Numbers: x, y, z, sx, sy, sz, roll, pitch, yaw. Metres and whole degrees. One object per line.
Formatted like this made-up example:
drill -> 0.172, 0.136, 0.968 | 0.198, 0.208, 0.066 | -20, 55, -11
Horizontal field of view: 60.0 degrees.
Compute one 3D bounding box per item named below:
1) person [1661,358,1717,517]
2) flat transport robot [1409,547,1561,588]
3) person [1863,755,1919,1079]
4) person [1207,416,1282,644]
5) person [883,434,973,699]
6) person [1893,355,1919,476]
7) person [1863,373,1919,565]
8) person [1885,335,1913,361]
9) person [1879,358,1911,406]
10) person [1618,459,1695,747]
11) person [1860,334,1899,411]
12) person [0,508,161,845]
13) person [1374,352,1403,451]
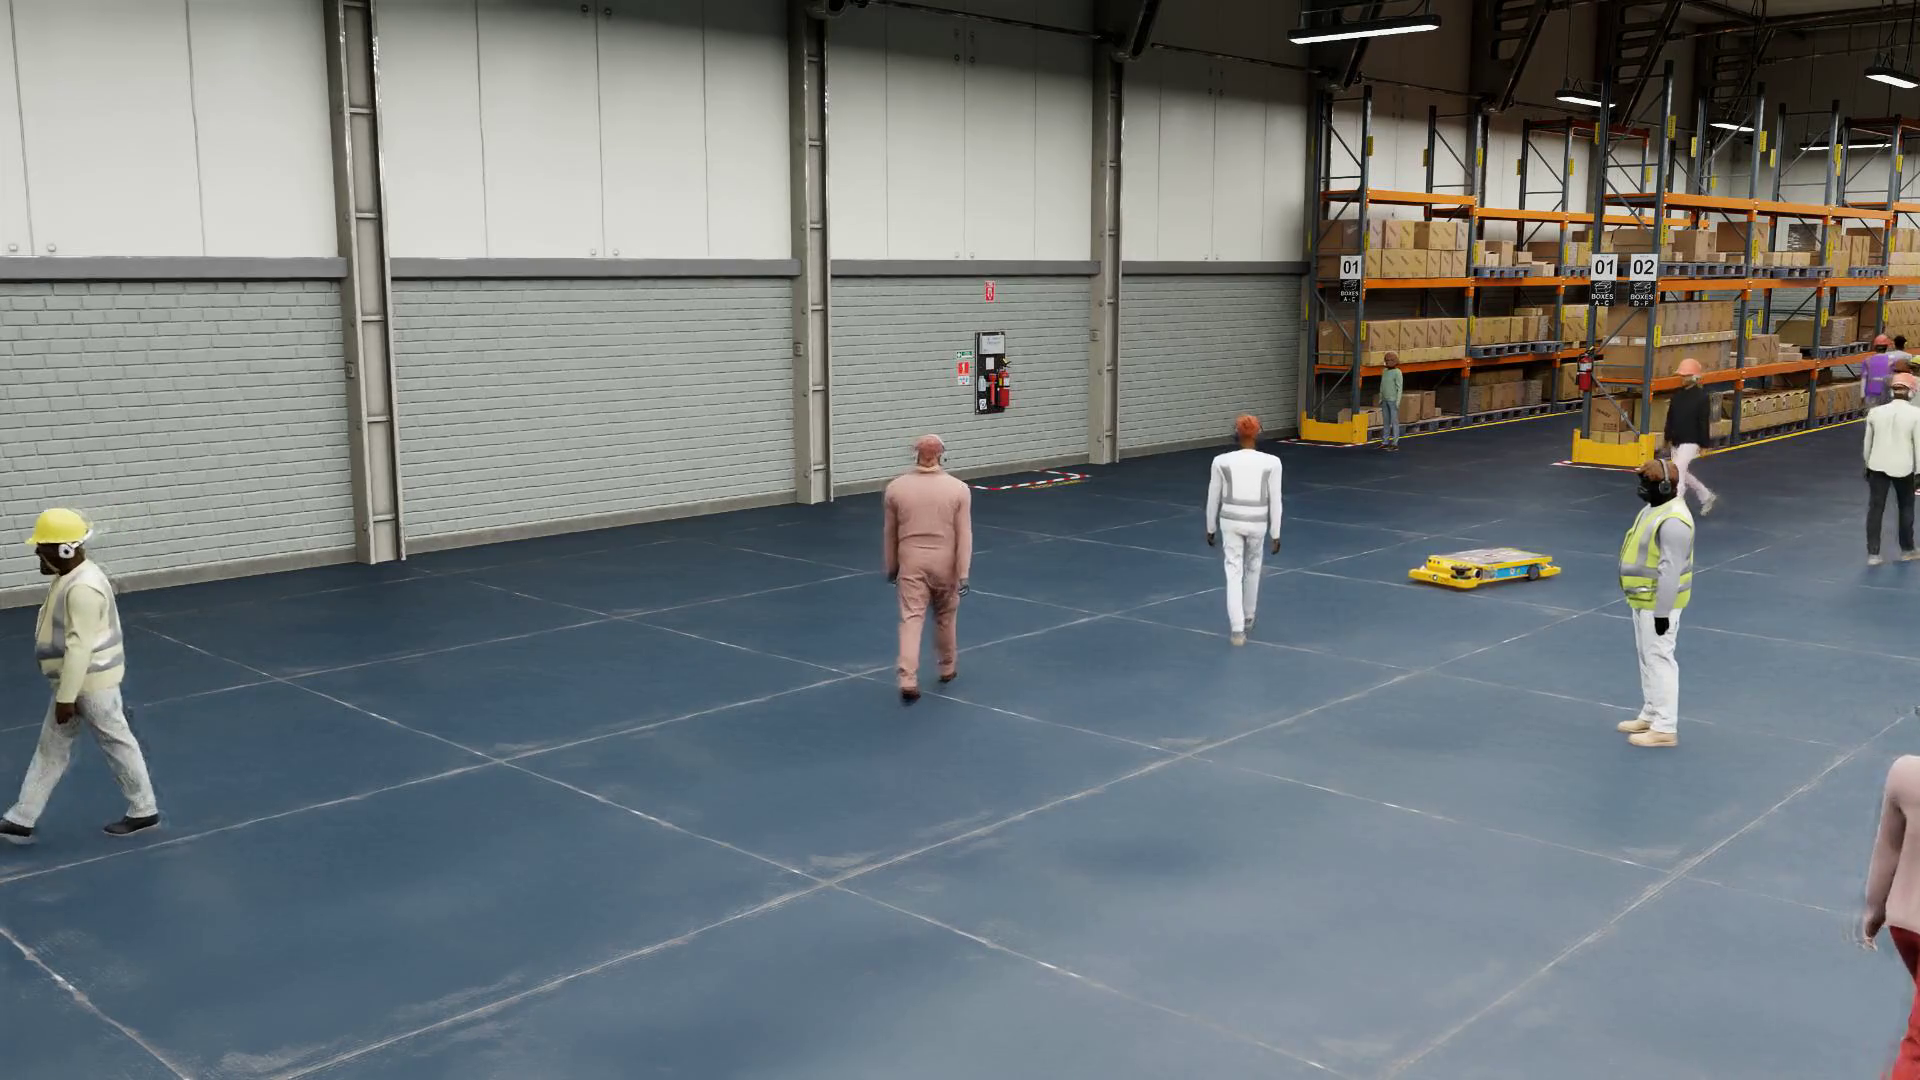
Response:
person -> 8.729, -1.191, 19.844 | 0.831, 1.966, 0.615 | -2, 9, -11
flat transport robot -> 5.116, 0.255, 16.176 | 1.431, 0.197, 0.652 | -6, 11, -32
person -> 3.319, 1.283, 5.458 | 0.795, 1.734, 0.546 | -2, 10, -13
person -> 2.323, -0.103, 13.635 | 0.596, 1.829, 0.974 | 1, 9, 8
person -> -0.235, 0.178, 11.831 | 0.659, 1.865, 0.977 | 2, 9, 10
person -> 13.850, -1.800, 24.166 | 0.529, 1.765, 0.326 | 8, 12, 39
person -> 9.627, -0.736, 17.116 | 0.910, 1.943, 0.649 | -8, 13, -42
person -> 16.913, -2.803, 30.110 | 0.536, 1.832, 0.951 | 9, 13, 43
person -> 14.672, -2.043, 26.072 | 0.444, 1.618, 0.529 | -9, 13, -43
person -> 4.421, 0.393, 10.610 | 0.429, 1.837, 0.628 | 2, 10, 11
person -> 15.349, -2.476, 27.806 | 0.569, 1.924, 0.593 | 7, 12, 38
person -> -4.680, 0.731, 8.652 | 0.902, 1.785, 0.625 | -7, 12, -36
person -> 7.136, -2.300, 27.608 | 0.283, 1.633, 0.498 | -4, 10, -23
